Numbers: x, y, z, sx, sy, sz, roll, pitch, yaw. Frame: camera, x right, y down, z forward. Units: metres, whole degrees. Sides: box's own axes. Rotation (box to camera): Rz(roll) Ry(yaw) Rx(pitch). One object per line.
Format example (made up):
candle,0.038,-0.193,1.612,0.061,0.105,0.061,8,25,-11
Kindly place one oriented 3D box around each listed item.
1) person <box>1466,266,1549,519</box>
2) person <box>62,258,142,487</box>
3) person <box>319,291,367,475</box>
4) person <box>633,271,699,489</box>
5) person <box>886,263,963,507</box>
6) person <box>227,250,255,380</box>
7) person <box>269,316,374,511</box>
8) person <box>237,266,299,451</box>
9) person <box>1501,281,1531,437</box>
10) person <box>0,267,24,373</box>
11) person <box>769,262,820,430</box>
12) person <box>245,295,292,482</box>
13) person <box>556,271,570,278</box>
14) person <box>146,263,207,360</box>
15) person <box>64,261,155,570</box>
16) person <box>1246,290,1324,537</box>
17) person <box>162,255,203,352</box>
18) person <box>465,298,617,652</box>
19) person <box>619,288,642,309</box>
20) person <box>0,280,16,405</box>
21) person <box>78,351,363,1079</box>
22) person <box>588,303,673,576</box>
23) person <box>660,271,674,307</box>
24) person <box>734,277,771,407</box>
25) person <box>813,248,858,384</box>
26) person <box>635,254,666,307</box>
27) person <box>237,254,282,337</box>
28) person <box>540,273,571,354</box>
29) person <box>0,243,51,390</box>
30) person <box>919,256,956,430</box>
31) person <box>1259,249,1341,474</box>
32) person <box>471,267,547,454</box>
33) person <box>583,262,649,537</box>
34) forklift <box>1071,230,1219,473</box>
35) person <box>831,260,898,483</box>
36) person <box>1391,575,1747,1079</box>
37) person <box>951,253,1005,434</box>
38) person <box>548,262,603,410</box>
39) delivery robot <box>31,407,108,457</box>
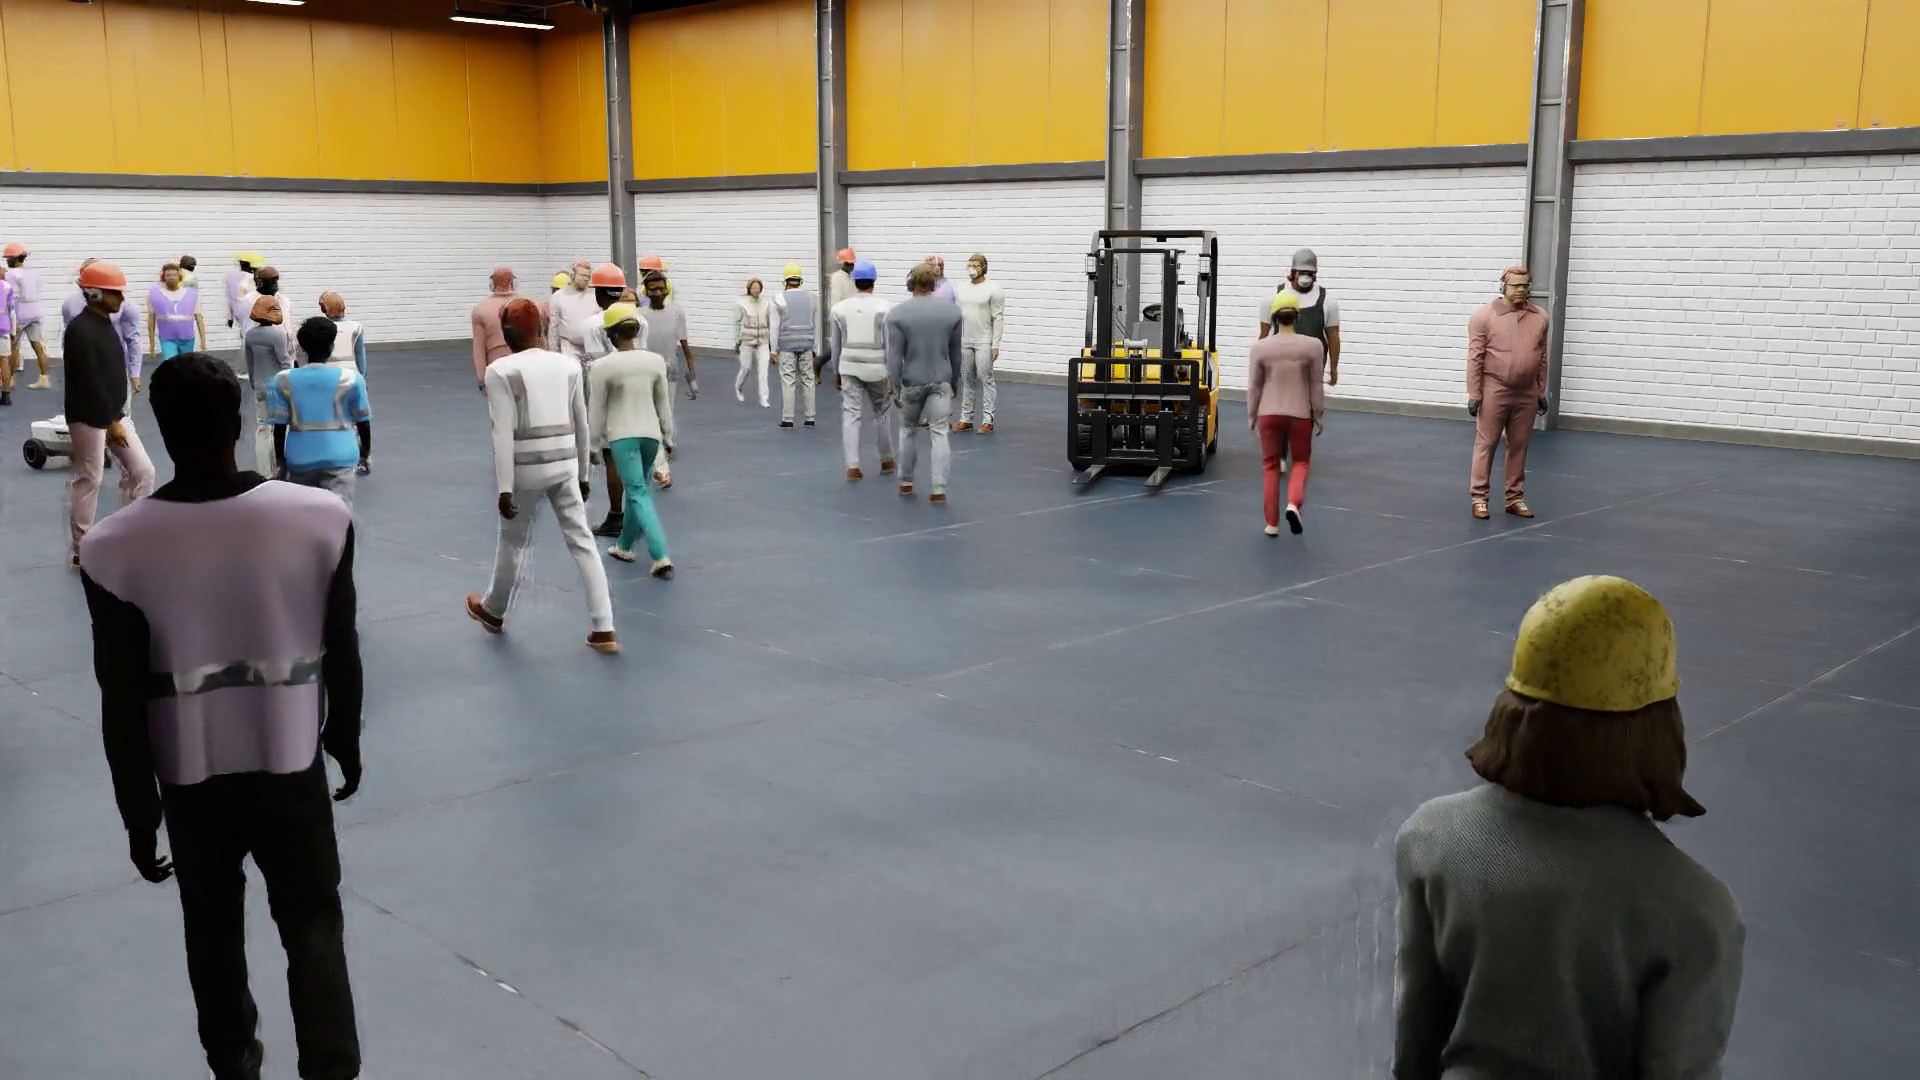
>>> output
person,4.144,-1.106,12.545,0.655,1.905,0.407,-2,11,-10
person,-7.257,-1.408,14.098,0.627,1.941,0.372,-1,10,-6
person,-5.488,-1.370,14.698,0.511,1.644,0.308,-9,14,-41
person,-2.480,-1.338,14.007,0.547,1.825,0.914,-5,11,-24
person,-0.298,-1.250,13.349,0.649,1.901,0.947,-2,11,-13
person,-10.516,-3.346,24.765,0.624,1.891,0.843,5,12,26
person,-3.655,-0.454,9.634,0.532,1.662,0.793,-1,10,-4
person,-6.838,-1.798,16.533,0.429,1.833,0.626,4,11,22
person,5.861,-1.931,17.631,0.318,1.691,0.532,4,11,19
person,-14.874,-3.430,25.934,0.307,1.645,0.514,4,11,19
person,-1.826,-2.122,18.278,0.592,1.834,0.404,-5,12,-26
person,-5.805,-1.247,14.053,0.498,1.634,0.279,6,12,30
person,-6.075,-3.357,25.695,0.833,1.586,0.513,-2,11,-11
person,-9.053,-2.289,19.271,0.593,1.796,0.935,-7,12,-32
person,-5.346,-0.770,10.548,0.780,1.959,0.611,0,10,-3
person,2.280,-0.875,11.702,0.540,1.750,0.416,2,11,12
person,-12.922,-3.808,27.580,0.740,1.807,0.433,1,10,8
person,-2.205,-0.344,8.647,0.611,1.803,1.095,-10,14,-43
person,-3.421,-1.786,17.095,0.505,1.609,0.770,-9,14,-40
person,-12.186,-2.649,20.927,0.603,1.913,0.568,9,14,42
person,-1.625,0.519,3.771,0.575,1.884,0.895,-5,12,-26
person,-2.068,-0.642,10.553,0.531,1.710,0.932,-9,14,-40
person,-4.347,-3.174,24.080,0.554,1.808,0.596,8,13,38
person,-2.602,-2.481,20.851,0.523,1.617,0.706,-5,11,-25
person,-1.692,-3.104,23.304,0.874,1.962,0.610,5,12,27
person,-3.411,-2.184,18.382,0.390,1.929,0.543,-3,11,-17
person,-9.489,-2.932,22.594,0.608,1.879,0.991,-7,12,-32
person,-4.499,-2.137,18.710,0.523,1.714,0.911,-8,13,-38
person,-13.009,-3.059,22.895,0.908,2.009,0.644,1,10,8
person,-0.275,-2.168,18.332,0.399,1.909,0.642,-3,11,-18
person,3.027,-1.586,14.793,0.714,2.000,0.793,1,10,7
person,-4.051,-1.526,15.002,0.647,1.846,1.026,-3,11,-16
person,-2.459,-0.990,11.819,0.371,1.939,0.543,8,13,38
forklift,1.804,-1.825,15.677,1.214,2.155,2.313,2,11,13
person,-0.820,-1.486,14.613,0.634,1.899,0.941,2,11,11
person,0.770,0.886,2.241,0.902,1.698,0.499,-10,15,-44
person,0.182,-2.108,17.918,0.630,1.940,0.373,7,12,33
person,-4.116,-2.076,18.009,0.638,1.859,0.960,-5,11,-23
delivery robot,-8.175,-0.979,15.281,0.707,0.478,0.477,5,12,27
